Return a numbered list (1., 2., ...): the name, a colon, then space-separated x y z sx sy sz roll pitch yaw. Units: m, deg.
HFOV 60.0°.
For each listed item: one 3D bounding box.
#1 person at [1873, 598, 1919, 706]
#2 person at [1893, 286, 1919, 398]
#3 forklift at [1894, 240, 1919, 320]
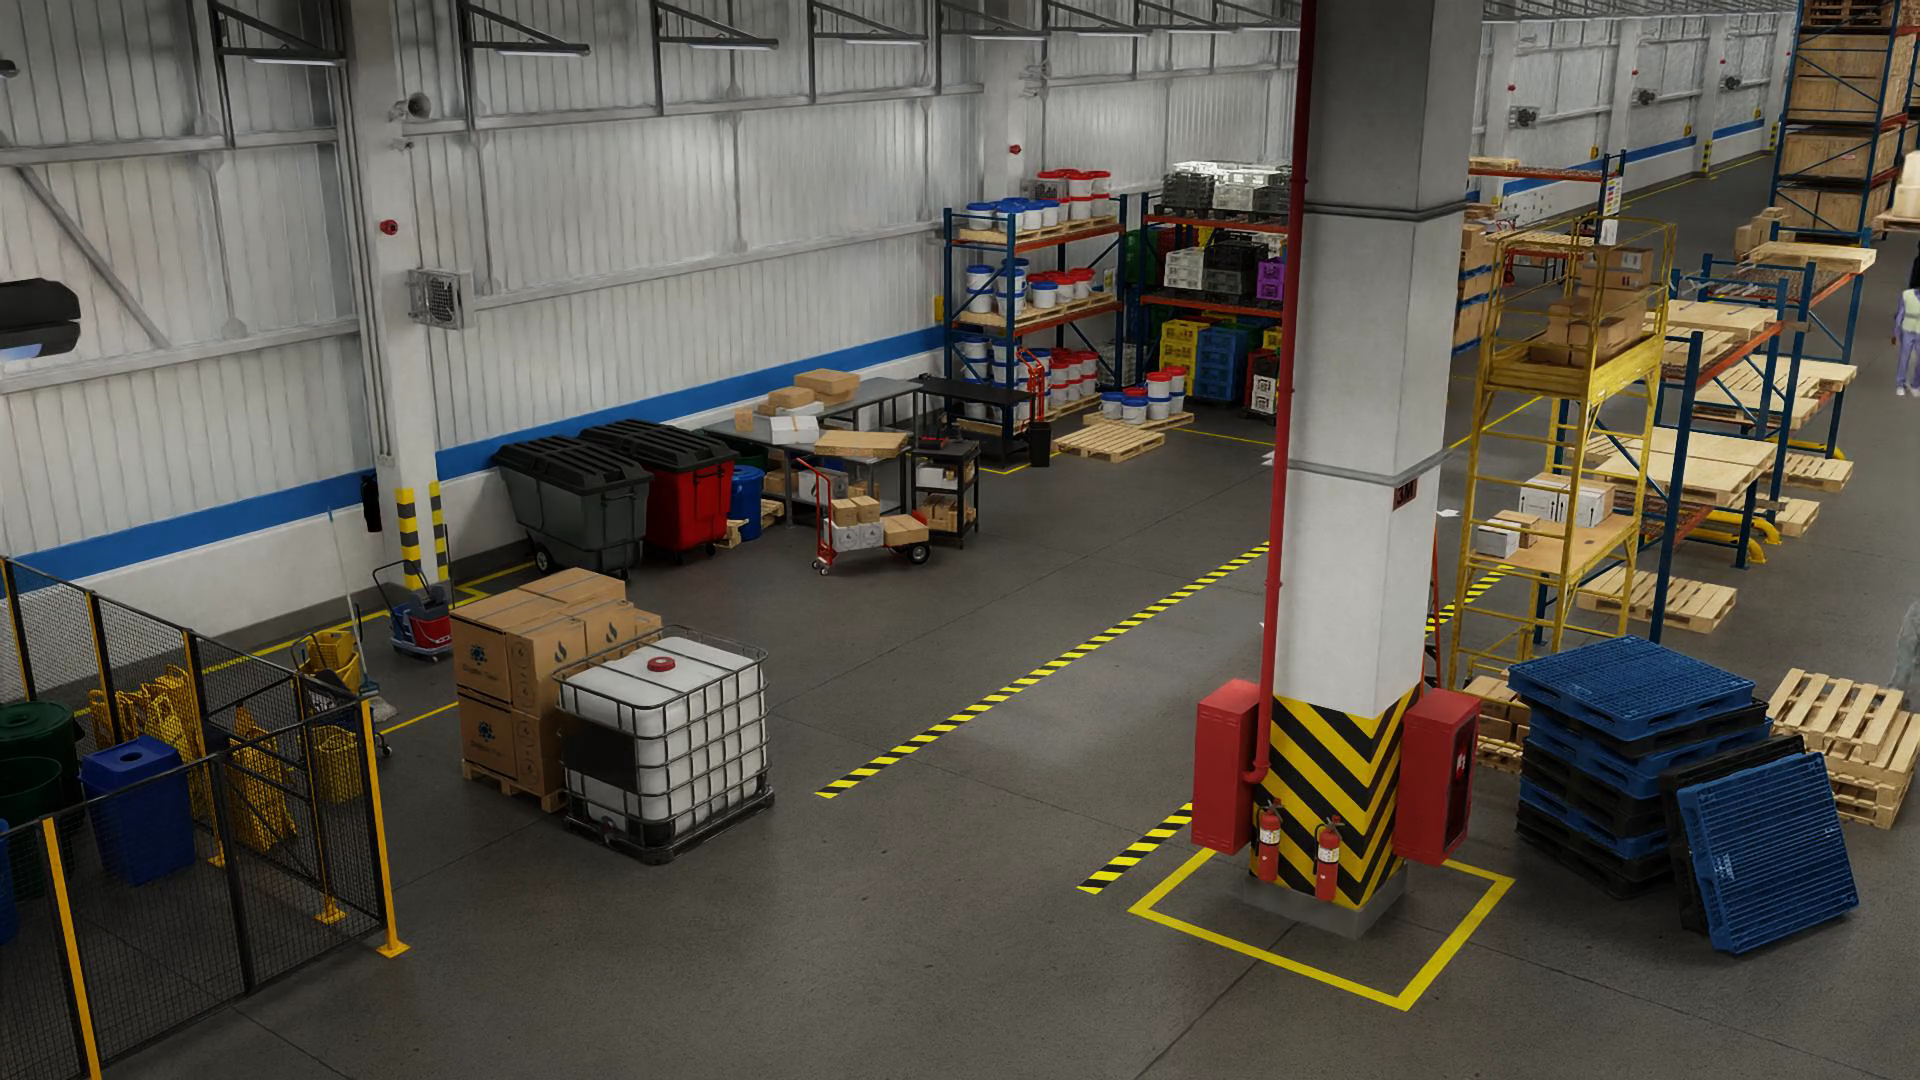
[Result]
1. person: 8.047 0.539 13.525 0.632 1.909 0.908 -13 22 -35
2. person: 14.043 -3.024 24.432 0.598 1.900 0.595 7 20 22
3. forklift: 18.043 -5.460 30.330 1.129 2.768 1.873 13 22 34
